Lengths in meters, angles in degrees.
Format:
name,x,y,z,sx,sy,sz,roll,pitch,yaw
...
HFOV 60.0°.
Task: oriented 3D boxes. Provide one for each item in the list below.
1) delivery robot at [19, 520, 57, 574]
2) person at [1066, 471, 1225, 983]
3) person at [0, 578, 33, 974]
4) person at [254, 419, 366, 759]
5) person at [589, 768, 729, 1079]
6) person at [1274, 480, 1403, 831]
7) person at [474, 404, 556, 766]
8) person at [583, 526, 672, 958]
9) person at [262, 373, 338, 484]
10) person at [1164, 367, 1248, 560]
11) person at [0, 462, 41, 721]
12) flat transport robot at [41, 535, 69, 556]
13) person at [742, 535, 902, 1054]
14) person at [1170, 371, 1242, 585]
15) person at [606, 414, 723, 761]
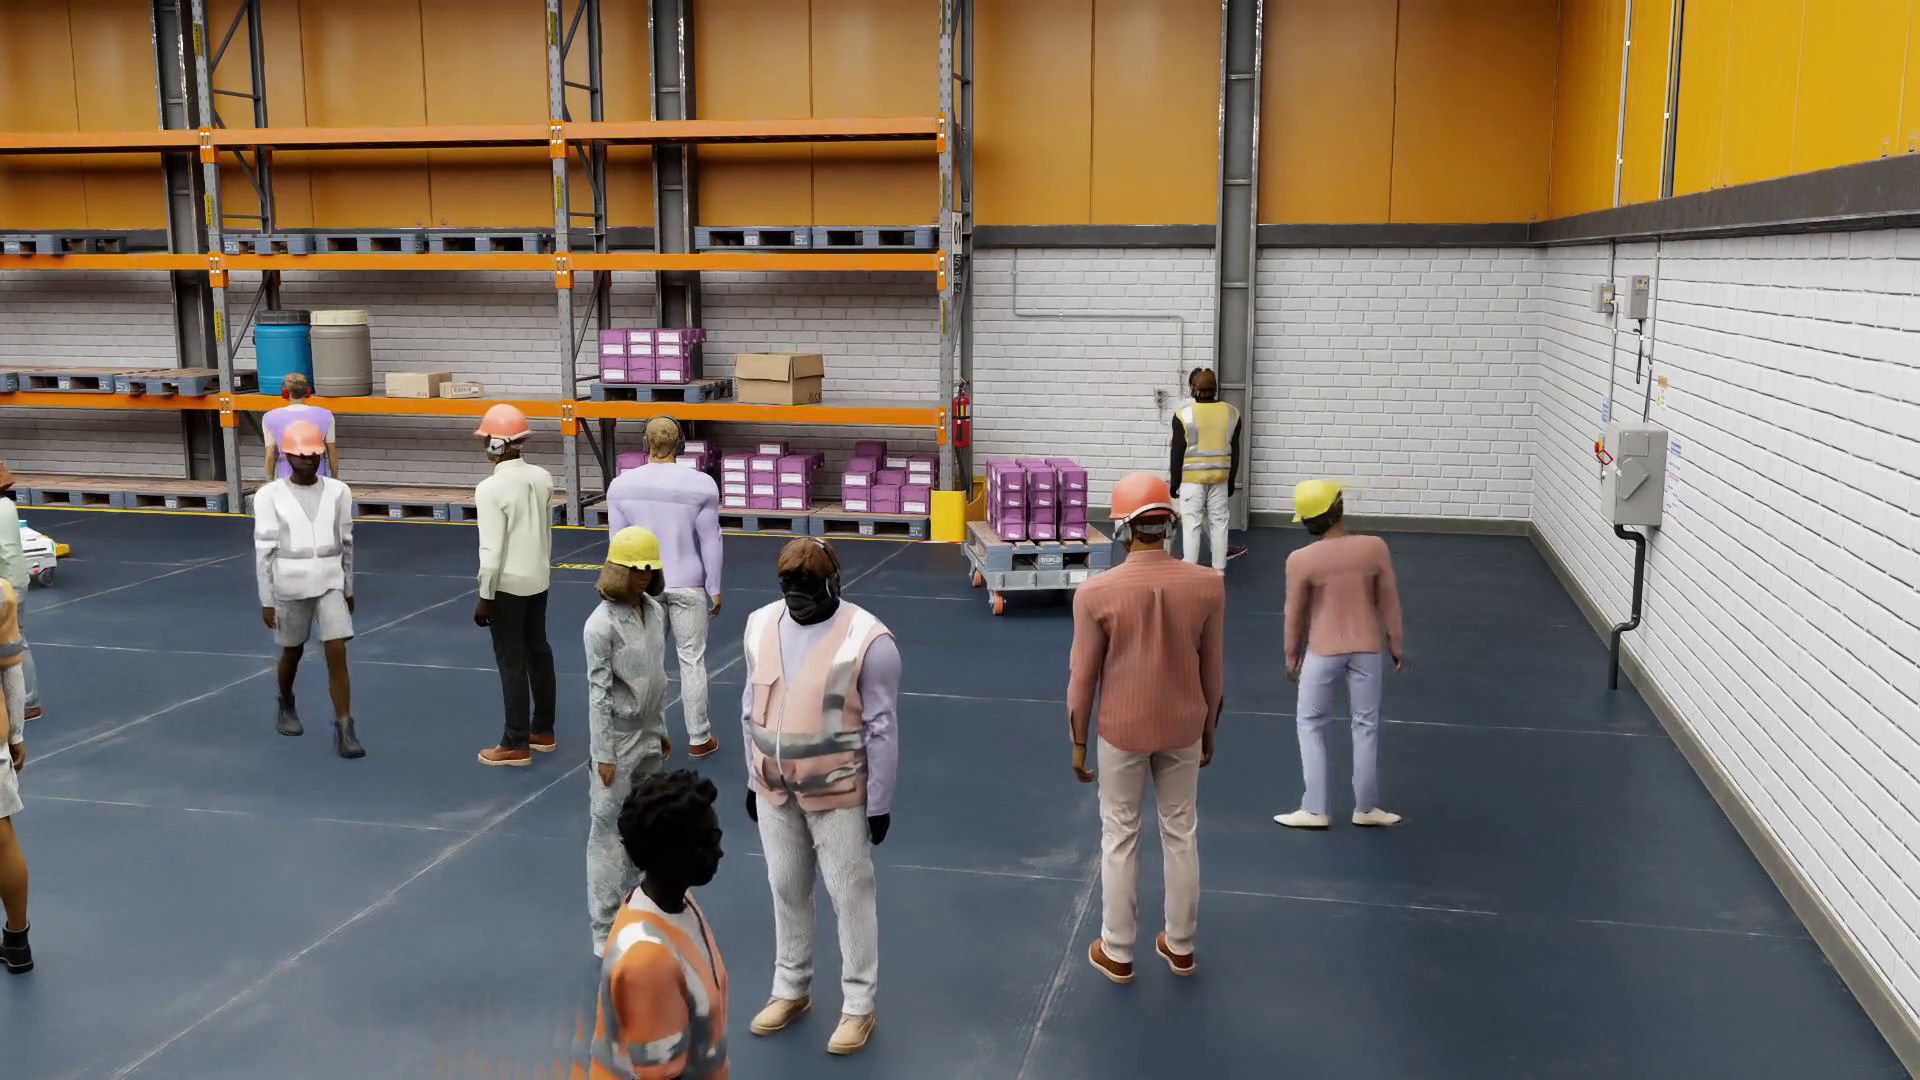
name,x,y,z,sx,sy,sz,roll,pitch,yaw
delivery robot,-7.998,0.073,14.188,0.477,0.478,0.707,-9,13,-44
person,0.707,0.726,6.395,0.615,1.983,0.403,-2,10,-10
person,-3.841,0.759,6.317,0.359,1.939,0.542,7,12,36
person,-3.721,0.249,9.478,0.558,1.897,0.958,-7,12,-35
person,-0.667,1.327,3.792,0.889,1.650,0.535,0,10,1
person,1.897,0.564,8.128,0.645,1.721,0.326,0,10,-1
person,-2.464,0.245,9.183,0.375,1.997,0.609,3,10,19
person,-1.298,0.817,6.647,0.312,1.709,0.487,4,10,20
person,-5.476,-0.468,13.864,0.569,1.840,0.377,-5,11,-26
person,2.190,-0.638,14.985,0.956,1.811,0.482,-1,10,-7
person,-5.764,0.295,9.999,0.499,1.623,0.287,9,13,43
flat transport robot,-8.865,0.123,15.006,0.652,0.197,1.431,3,10,15
person,-0.512,0.886,5.889,0.625,1.836,0.428,5,11,28
person,2.063,-0.513,14.133,0.627,1.844,0.429,-3,10,-15
person,-1.616,0.271,9.203,0.627,1.940,0.372,0,10,0
